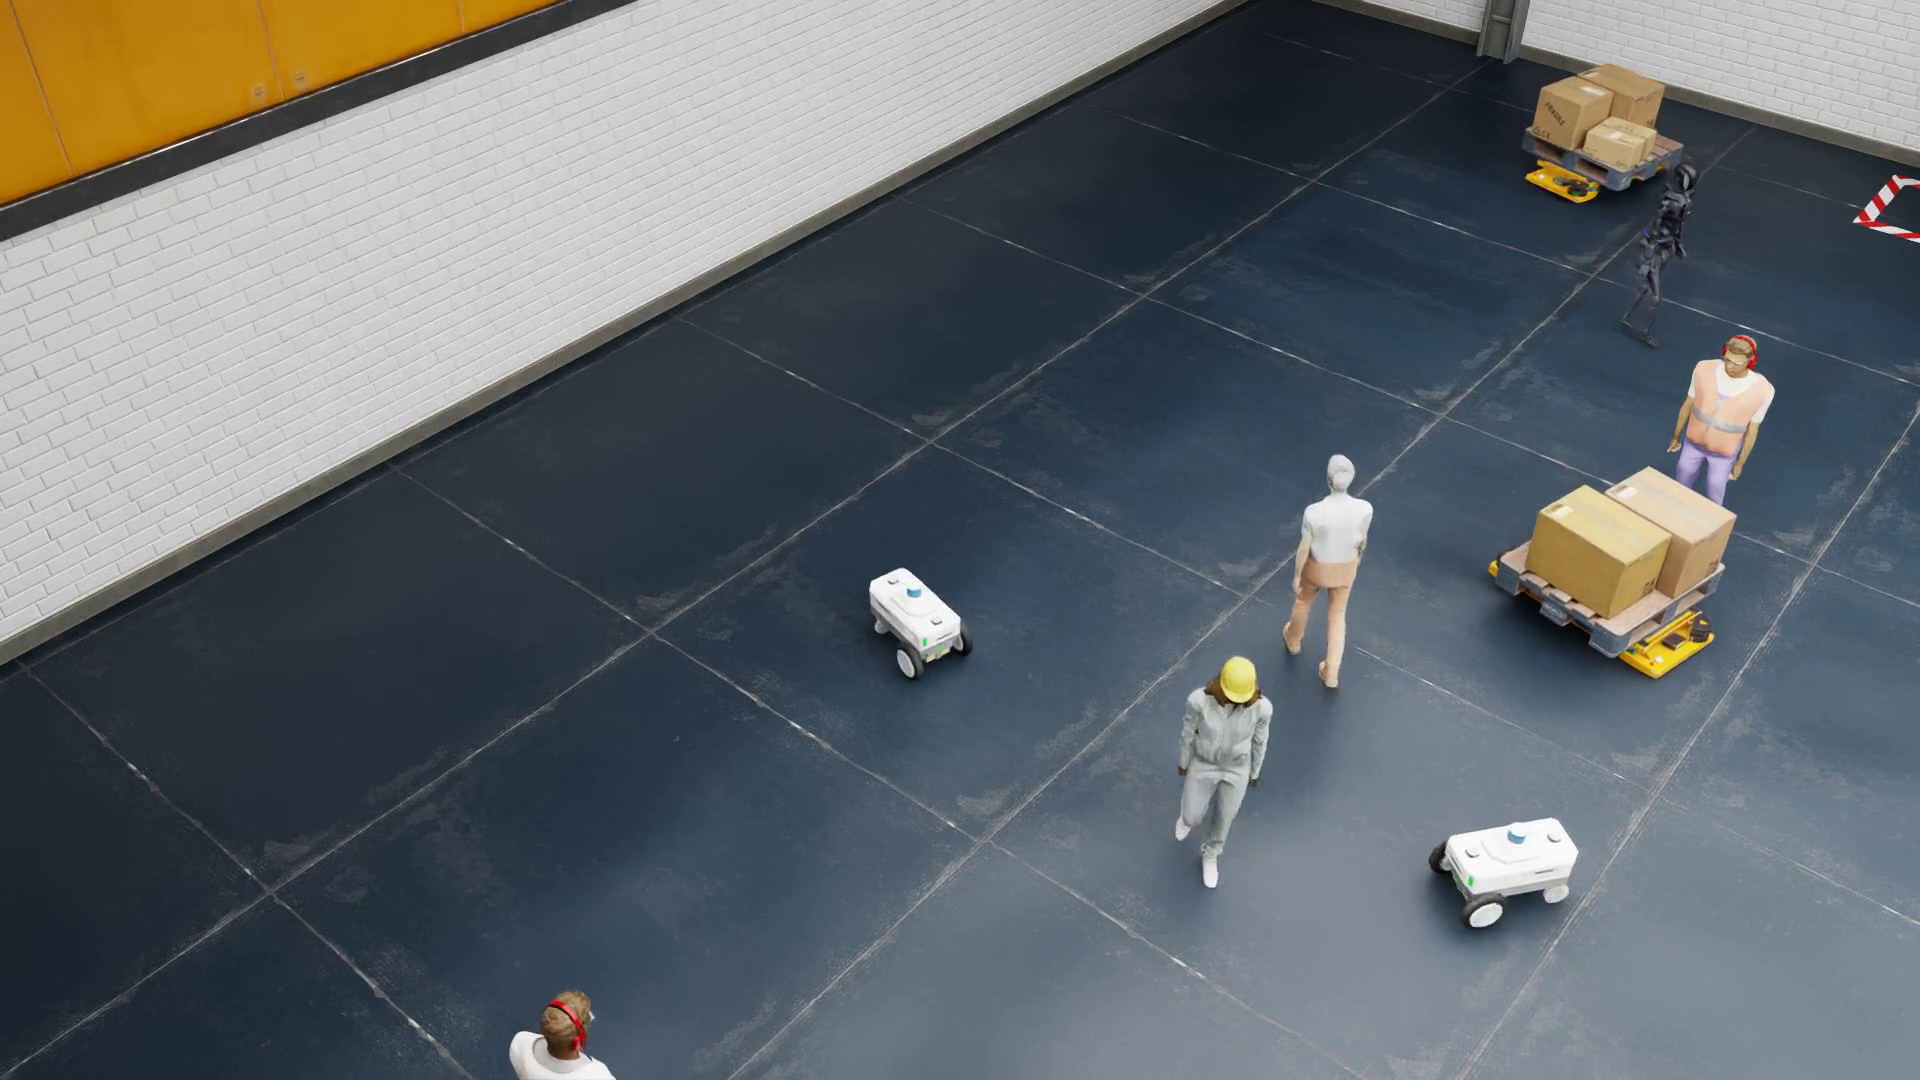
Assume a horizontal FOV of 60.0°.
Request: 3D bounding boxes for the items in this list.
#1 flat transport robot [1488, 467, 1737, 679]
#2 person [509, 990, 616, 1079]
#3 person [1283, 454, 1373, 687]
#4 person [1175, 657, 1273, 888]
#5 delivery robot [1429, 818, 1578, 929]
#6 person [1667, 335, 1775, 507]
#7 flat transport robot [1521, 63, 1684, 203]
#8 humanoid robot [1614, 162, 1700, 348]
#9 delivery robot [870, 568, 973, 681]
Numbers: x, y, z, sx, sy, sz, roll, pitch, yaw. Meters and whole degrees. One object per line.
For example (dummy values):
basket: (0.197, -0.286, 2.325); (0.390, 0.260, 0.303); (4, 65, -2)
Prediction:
flat transport robot: (4.533, 0.408, 11.779); (0.659, 0.231, 1.431); (-25, 45, -28)
person: (-1.737, 2.735, 7.650); (0.564, 1.832, 0.410); (19, 42, 22)
person: (2.425, 0.178, 10.904); (0.486, 1.719, 0.682); (0, 39, 1)
person: (1.497, 1.283, 9.529); (0.495, 1.720, 0.415); (4, 39, 5)
delivery robot: (3.179, 1.899, 9.716); (0.812, 0.614, 0.499); (-8, 40, -10)
person: (5.374, -0.682, 11.885); (0.559, 1.836, 0.375); (30, 48, 32)
flat transport robot: (6.532, -3.830, 17.040); (1.431, 0.231, 0.659); (-25, 45, -27)
humanoid robot: (6.044, -2.476, 14.250); (0.611, 1.640, 0.550); (-30, 47, -31)
delivery robot: (-0.299, 0.538, 11.378); (0.499, 0.579, 0.750); (-25, 45, -27)
